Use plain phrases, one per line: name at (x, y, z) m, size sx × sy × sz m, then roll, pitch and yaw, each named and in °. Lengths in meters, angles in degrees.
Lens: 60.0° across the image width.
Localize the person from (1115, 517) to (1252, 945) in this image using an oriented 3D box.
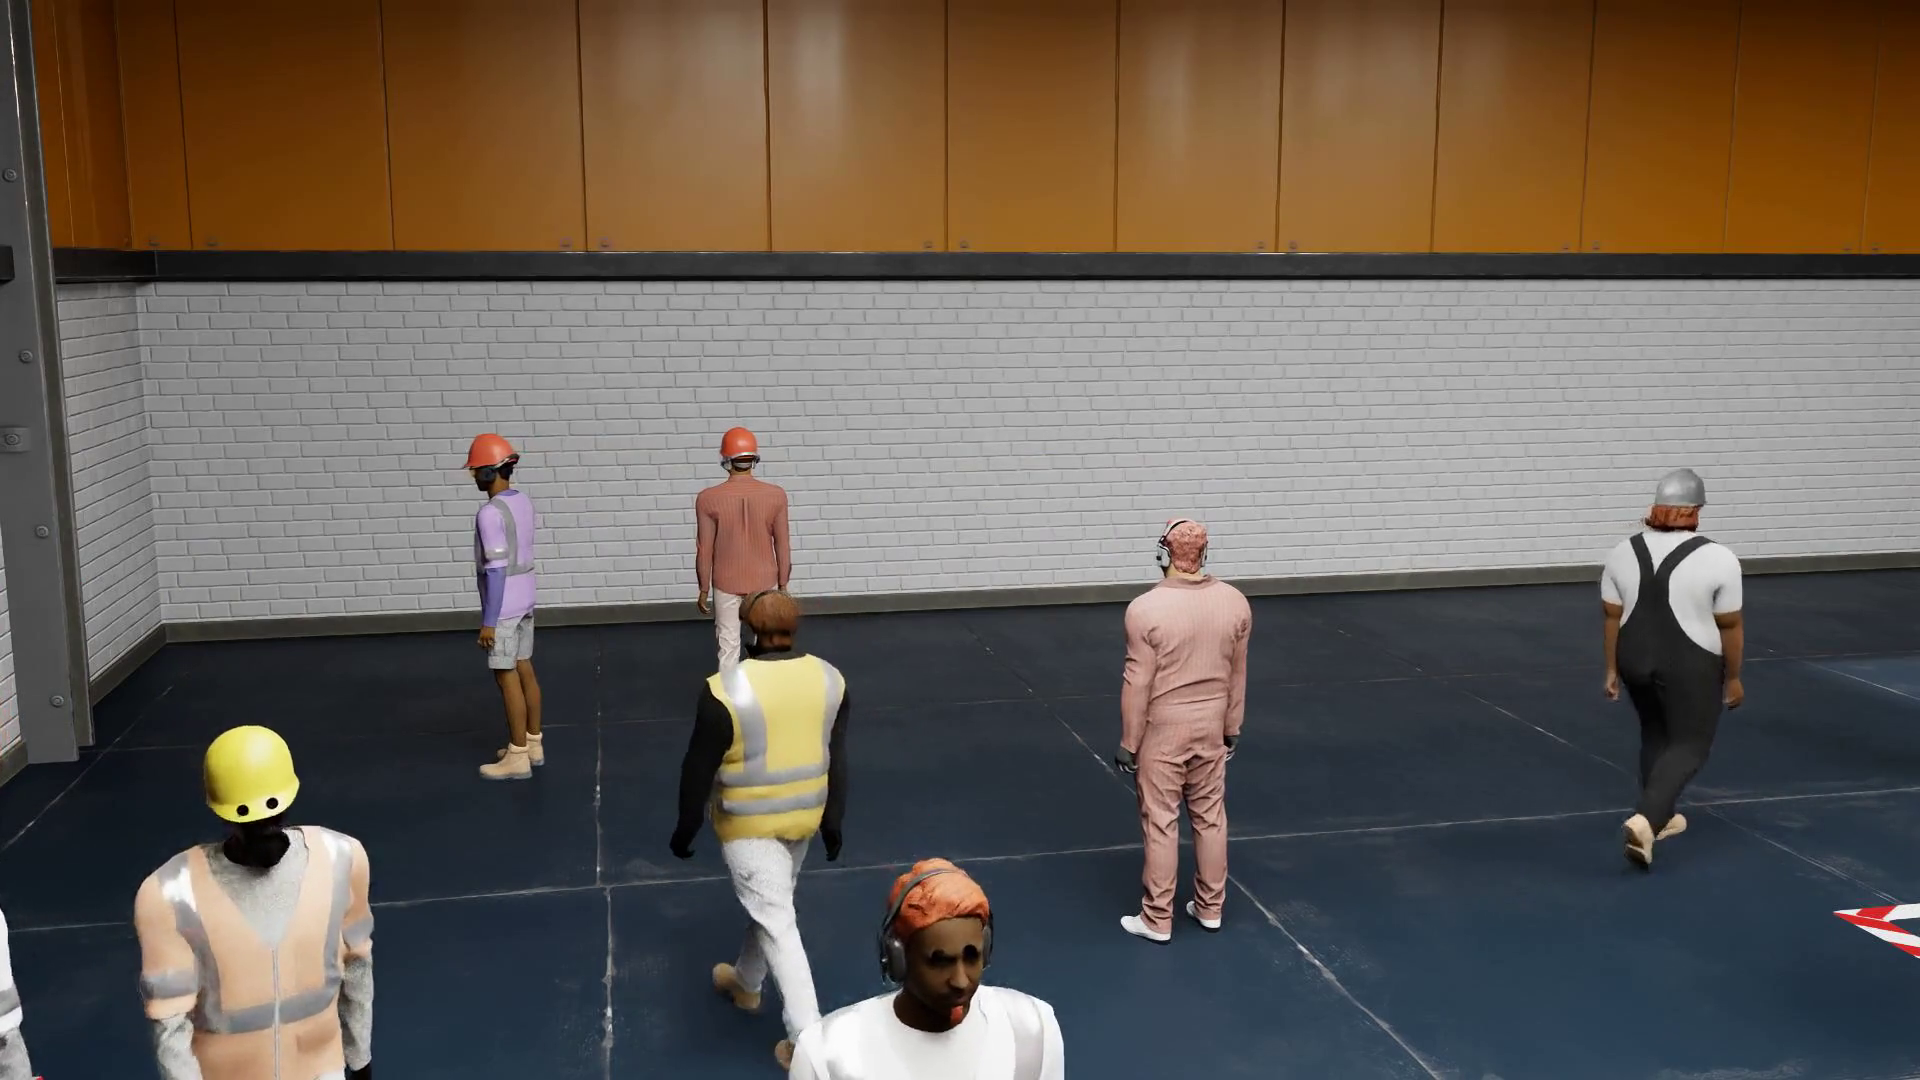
person at (0.972, 0.845, 7.433) m, size 0.652 × 1.906 × 0.409 m, roll -5°, pitch 10°, yaw -27°

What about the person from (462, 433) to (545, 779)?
person at (-2.705, 0.390, 9.800) m, size 0.395 × 2.038 × 0.615 m, roll 1°, pitch 9°, yaw 6°

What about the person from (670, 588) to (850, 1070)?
person at (-0.750, 1.076, 6.389) m, size 0.632 × 1.799 × 0.957 m, roll -8°, pitch 12°, yaw -40°

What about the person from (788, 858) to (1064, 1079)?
person at (-0.013, 1.557, 3.294) m, size 0.607 × 1.839 × 0.880 m, roll -4°, pitch 10°, yaw -21°

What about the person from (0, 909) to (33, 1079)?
person at (-2.447, 1.430, 3.815) m, size 0.583 × 1.923 × 0.396 m, roll -3°, pitch 10°, yaw -15°

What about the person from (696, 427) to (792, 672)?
person at (-1.383, 0.275, 10.631) m, size 0.618 × 1.997 × 0.373 m, roll -3°, pitch 10°, yaw -19°

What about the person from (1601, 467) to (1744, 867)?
person at (3.580, 0.614, 8.434) m, size 0.888 × 2.000 × 0.682 m, roll -7°, pitch 12°, yaw -37°

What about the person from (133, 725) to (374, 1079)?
person at (-1.753, 1.384, 4.262) m, size 0.594 × 1.867 × 0.991 m, roll -7°, pitch 11°, yaw -35°
